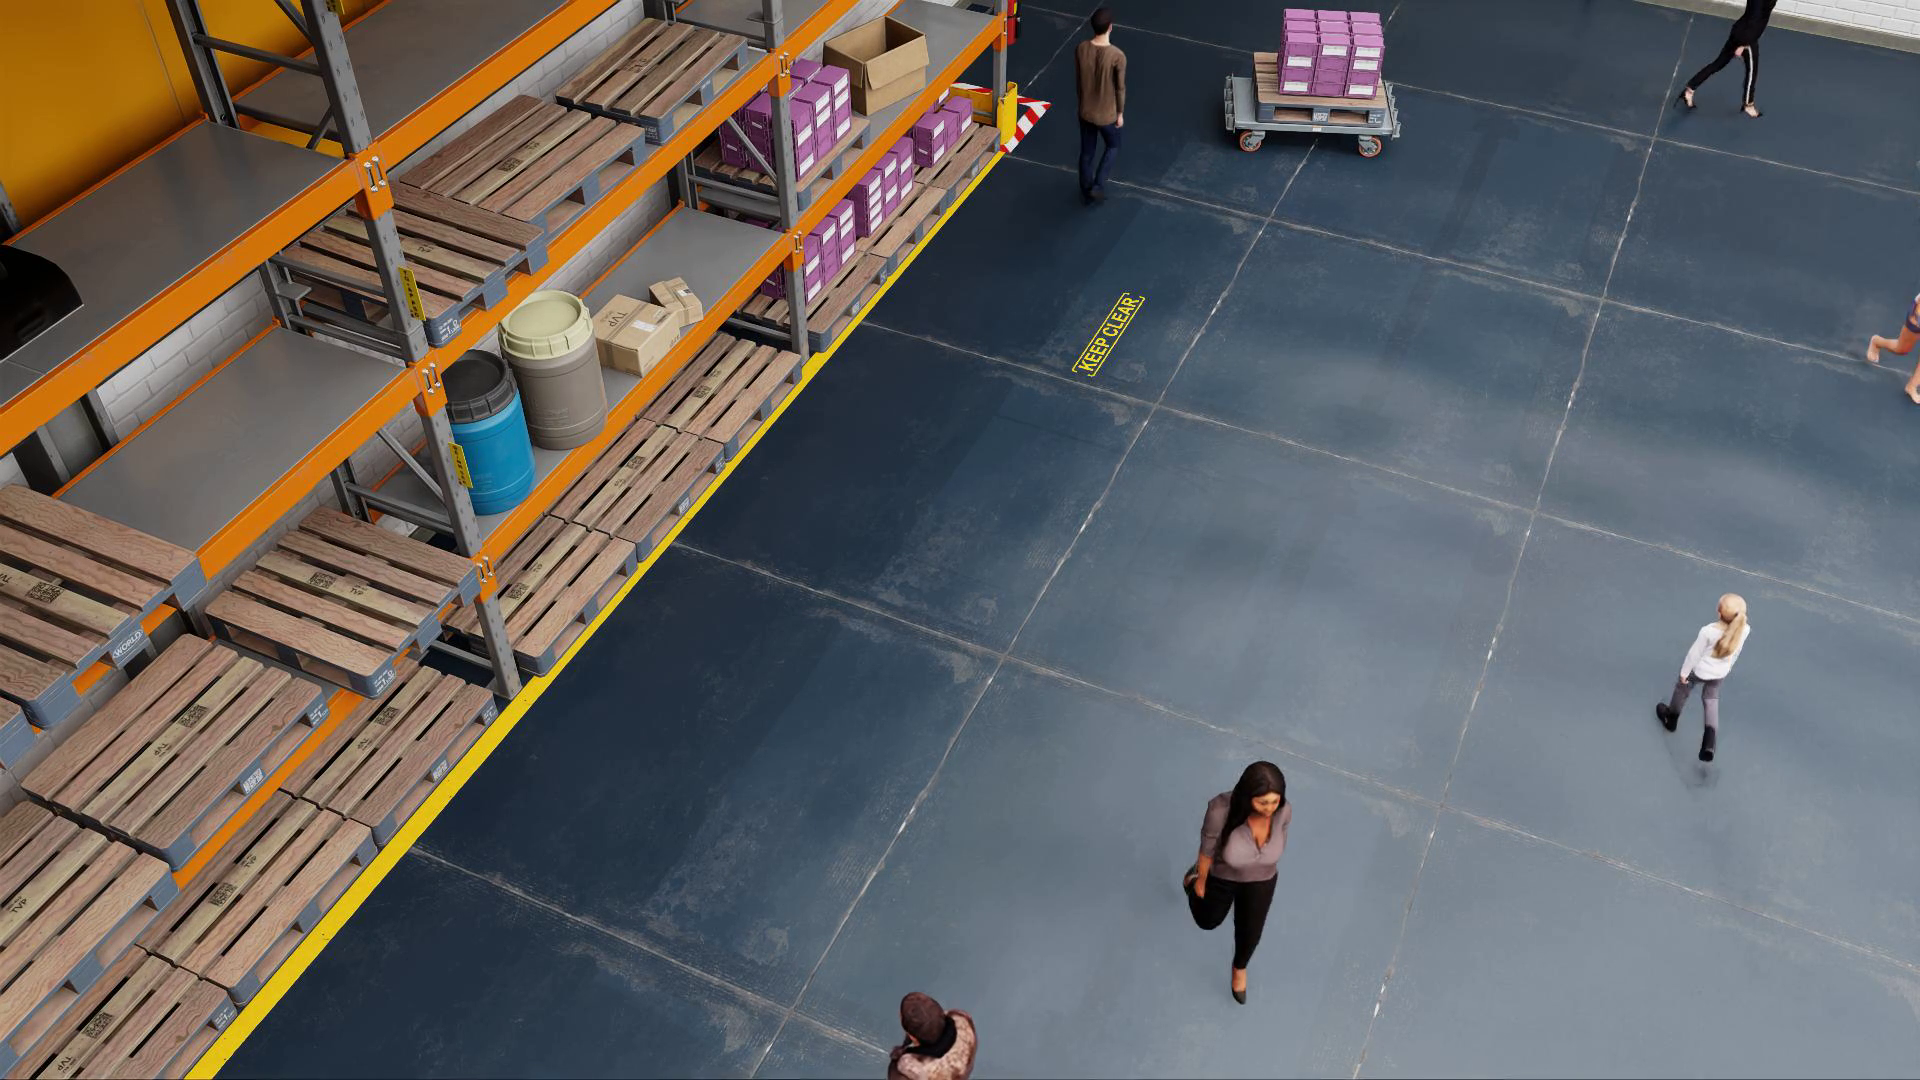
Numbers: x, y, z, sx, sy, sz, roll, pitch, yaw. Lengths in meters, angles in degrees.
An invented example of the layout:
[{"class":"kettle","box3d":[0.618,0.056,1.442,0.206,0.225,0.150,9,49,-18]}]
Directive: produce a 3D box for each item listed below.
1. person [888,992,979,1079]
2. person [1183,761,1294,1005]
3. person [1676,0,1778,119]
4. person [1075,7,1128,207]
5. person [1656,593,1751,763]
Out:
[{"class":"person","box3d":[-0.142,2.741,7.991,0.850,1.845,0.666,26,49,24]},{"class":"person","box3d":[1.469,1.762,9.038,0.959,1.819,1.113,-5,44,-5]},{"class":"person","box3d":[7.502,-4.866,16.111,0.885,1.660,1.080,6,44,6]},{"class":"person","box3d":[1.204,-3.801,14.835,0.669,1.877,0.602,21,48,21]},{"class":"person","box3d":[4.699,0.856,10.392,0.687,1.264,0.860,0,44,0]}]
